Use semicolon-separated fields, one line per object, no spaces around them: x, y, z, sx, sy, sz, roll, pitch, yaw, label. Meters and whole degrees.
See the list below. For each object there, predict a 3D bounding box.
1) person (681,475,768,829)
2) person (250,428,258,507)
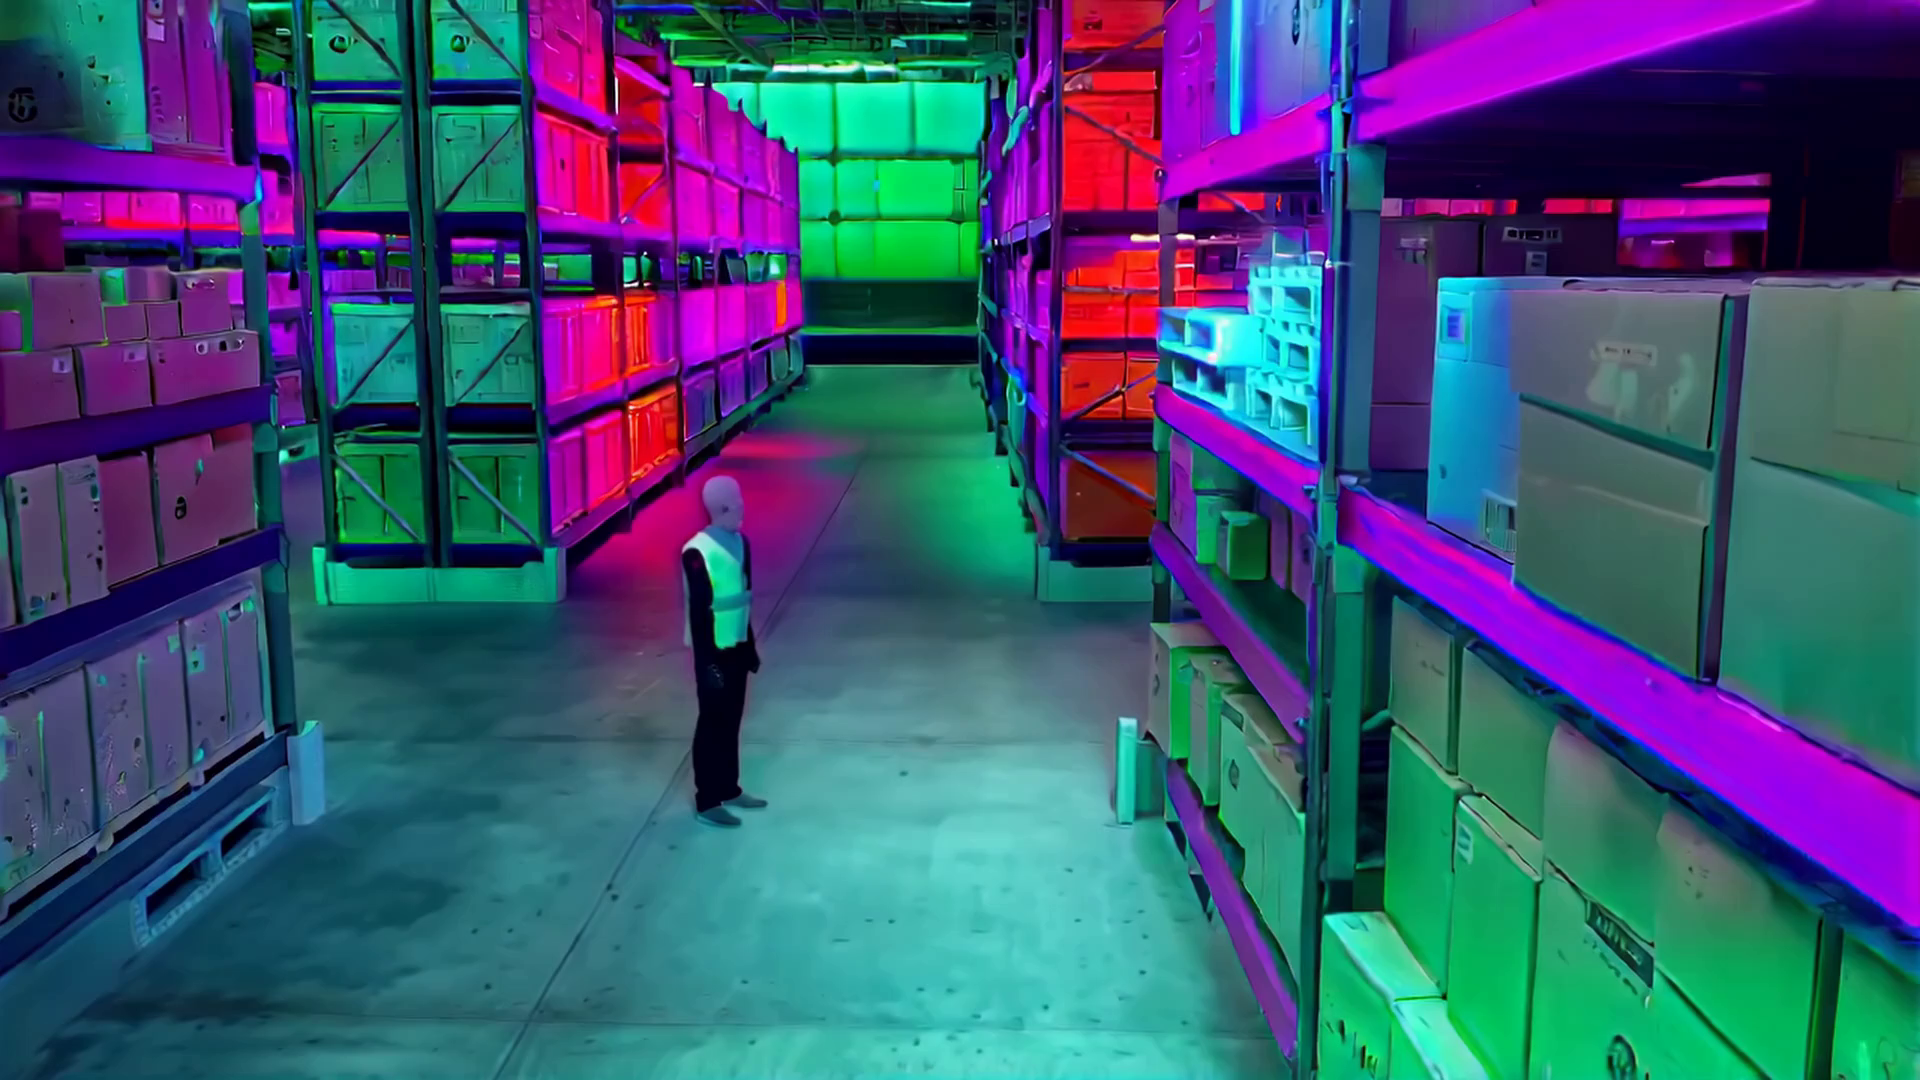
-1.307;0.597;9.133;0.392;1.922;0.592;3;10;19;person
-6.985;-0.443;15.844;0.644;1.800;0.916;-4;10;-23;person
